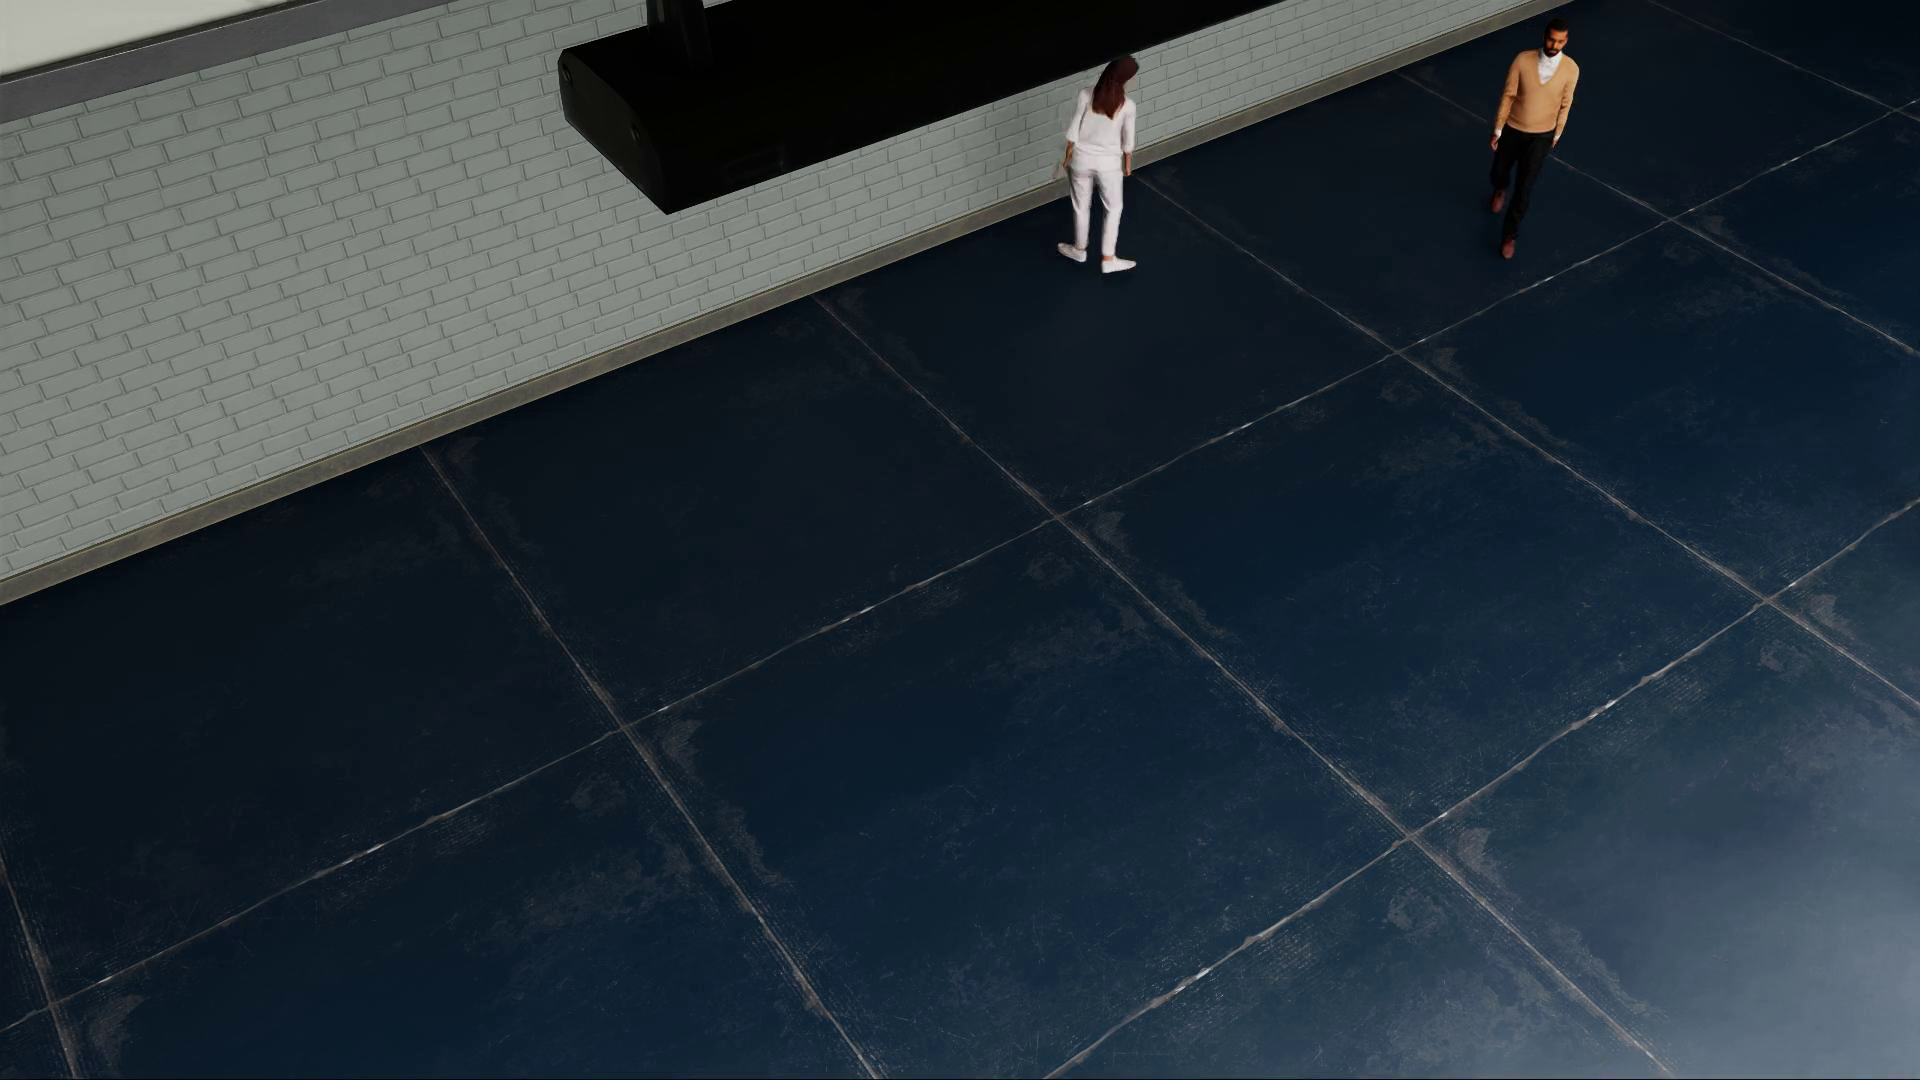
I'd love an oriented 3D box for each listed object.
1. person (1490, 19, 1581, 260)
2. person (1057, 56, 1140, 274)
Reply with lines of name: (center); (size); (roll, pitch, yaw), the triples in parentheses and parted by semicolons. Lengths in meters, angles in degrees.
person: (4.153, -3.023, 12.211); (1.164, 1.728, 1.105); (15, 45, 16)
person: (0.944, -2.704, 11.918); (0.837, 1.663, 0.884); (-4, 43, -4)
